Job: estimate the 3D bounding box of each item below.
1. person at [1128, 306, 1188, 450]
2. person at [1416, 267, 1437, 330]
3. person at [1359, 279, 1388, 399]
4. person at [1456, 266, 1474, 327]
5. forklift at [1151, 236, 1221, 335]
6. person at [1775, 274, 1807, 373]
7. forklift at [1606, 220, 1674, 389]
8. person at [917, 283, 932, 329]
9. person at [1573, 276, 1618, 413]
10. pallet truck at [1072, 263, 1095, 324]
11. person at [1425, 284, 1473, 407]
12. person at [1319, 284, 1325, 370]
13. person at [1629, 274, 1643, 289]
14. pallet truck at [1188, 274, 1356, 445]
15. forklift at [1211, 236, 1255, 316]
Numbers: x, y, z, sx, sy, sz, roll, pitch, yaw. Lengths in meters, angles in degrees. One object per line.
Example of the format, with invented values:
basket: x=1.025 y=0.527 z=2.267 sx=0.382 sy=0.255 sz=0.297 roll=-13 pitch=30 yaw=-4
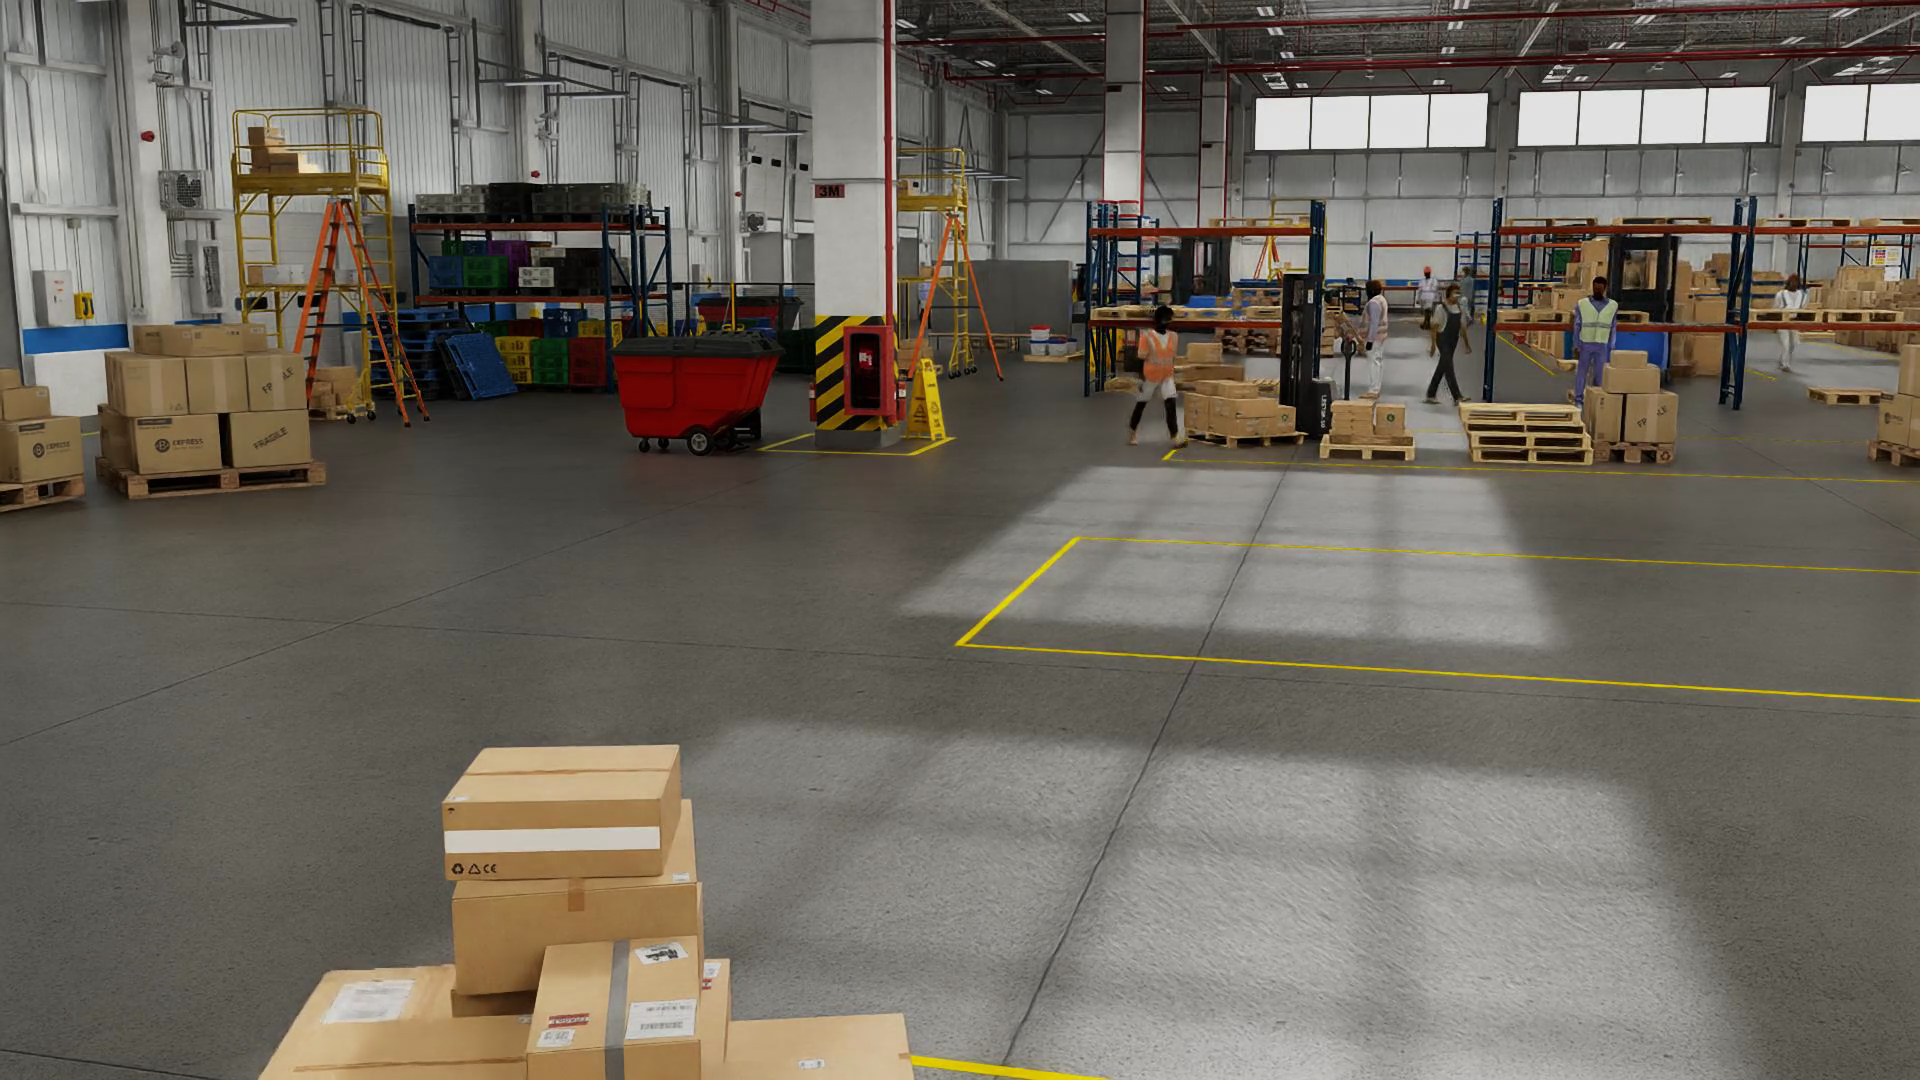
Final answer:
person: x=2.246 y=-1.855 z=18.998 sx=0.535 sy=1.631 sz=0.988 roll=-4 pitch=10 yaw=-21
person: x=14.005 y=-7.259 z=50.035 sx=0.573 sy=1.891 sz=0.981 roll=8 pitch=13 yaw=41
person: x=6.372 y=-3.092 z=25.675 sx=0.430 sy=1.841 sz=0.624 roll=4 pitch=11 yaw=24
person: x=15.330 y=-7.350 z=50.484 sx=0.606 sy=1.919 sz=0.645 roll=-3 pitch=10 yaw=-15
forklift: x=6.407 y=-7.191 z=46.742 sx=1.873 sy=2.768 sz=1.129 roll=2 pitch=10 yaw=14
person: x=15.757 y=-4.114 z=31.611 sx=0.580 sy=1.866 sz=0.511 roll=1 pitch=10 yaw=7
forklift: x=11.373 y=-3.991 z=27.905 sx=1.129 sy=2.768 sz=1.873 roll=5 pitch=11 yaw=26
person: x=-1.025 y=-7.367 z=50.585 sx=0.544 sy=1.930 sz=0.389 roll=-4 pitch=11 yaw=-24
person: x=8.907 y=-2.735 z=23.355 sx=0.587 sy=1.914 sz=0.390 roll=1 pitch=10 yaw=7
pallet truck: x=4.325 y=-8.180 z=55.162 sx=0.823 sy=1.965 sz=1.885 roll=6 pitch=11 yaw=31
person: x=7.214 y=-2.860 z=24.453 sx=0.504 sy=1.795 sz=0.951 roll=-7 pitch=12 yaw=-36
person: x=6.870 y=-4.125 z=32.063 sx=0.486 sy=1.738 sz=0.320 roll=-9 pitch=13 yaw=-42
person: x=11.666 y=-3.651 z=28.796 sx=1.007 sy=1.883 sz=0.648 roll=-3 pitch=10 yaw=-15
pallet truck: x=3.653 y=-2.138 z=19.590 sx=1.885 sy=1.965 sz=0.823 roll=-4 pitch=10 yaw=-20
forklift: x=7.948 y=-7.850 z=50.626 sx=1.873 sy=2.768 sz=1.129 roll=-2 pitch=10 yaw=-12
